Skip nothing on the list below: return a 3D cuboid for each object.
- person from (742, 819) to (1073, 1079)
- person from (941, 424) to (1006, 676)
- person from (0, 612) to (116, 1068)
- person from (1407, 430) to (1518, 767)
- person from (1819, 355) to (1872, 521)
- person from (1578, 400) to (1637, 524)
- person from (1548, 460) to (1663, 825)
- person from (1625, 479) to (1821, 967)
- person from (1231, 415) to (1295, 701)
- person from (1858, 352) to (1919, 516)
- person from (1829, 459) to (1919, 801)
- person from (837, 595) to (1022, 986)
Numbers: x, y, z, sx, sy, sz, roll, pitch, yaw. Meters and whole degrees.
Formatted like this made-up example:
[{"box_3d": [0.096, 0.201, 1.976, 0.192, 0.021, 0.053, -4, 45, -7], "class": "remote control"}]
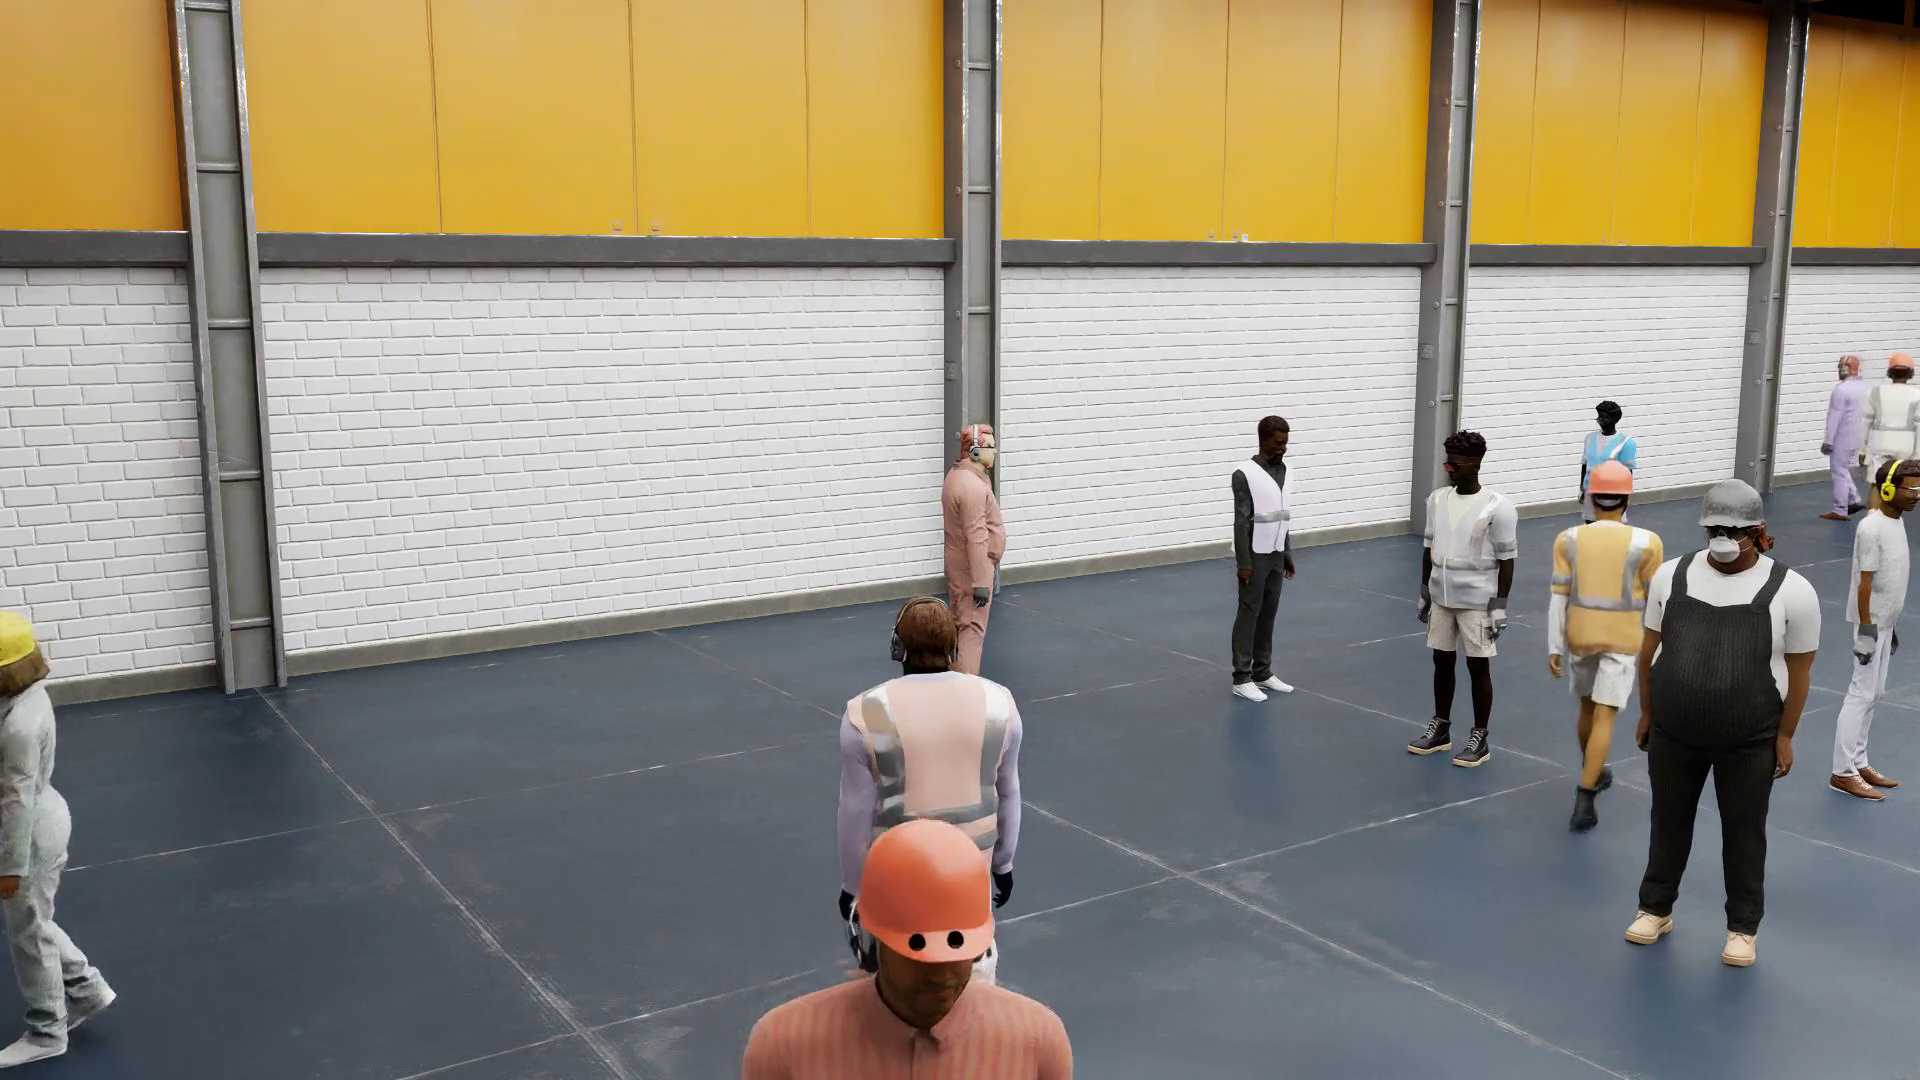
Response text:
[{"box_3d": [-0.069, 1.456, 2.945, 0.652, 1.962, 0.825, -2, 10, -14], "class": "person"}, {"box_3d": [0.099, 0.207, 10.664, 0.401, 1.906, 0.651, -2, 10, -11], "class": "person"}, {"box_3d": [-3.350, 1.074, 6.005, 0.419, 1.712, 0.534, -5, 11, -29], "class": "person"}, {"box_3d": [2.933, 0.333, 9.720, 0.361, 1.964, 0.617, -7, 12, -35], "class": "person"}, {"box_3d": [10.064, -1.160, 18.958, 0.654, 1.892, 0.427, -7, 12, -35], "class": "person"}, {"box_3d": [5.855, -0.424, 15.110, 0.319, 1.693, 0.532, -7, 12, -36], "class": "person"}, {"box_3d": [3.403, 0.529, 8.807, 0.551, 1.894, 0.984, 7, 12, 37], "class": "person"}, {"box_3d": [3.164, 0.753, 6.968, 0.684, 2.000, 0.538, 7, 12, 37], "class": "person"}, {"box_3d": [2.043, 0.109, 11.234, 0.393, 1.915, 0.589, 9, 13, 43], "class": "person"}, {"box_3d": [9.635, -0.935, 17.219, 0.619, 2.019, 0.804, 7, 11, 35], "class": "person"}, {"box_3d": [5.053, 0.480, 9.147, 0.309, 1.864, 0.535, 9, 13, 43], "class": "person"}, {"box_3d": [-0.109, 1.093, 5.524, 0.633, 1.842, 0.429, -3, 10, -19], "class": "person"}]
